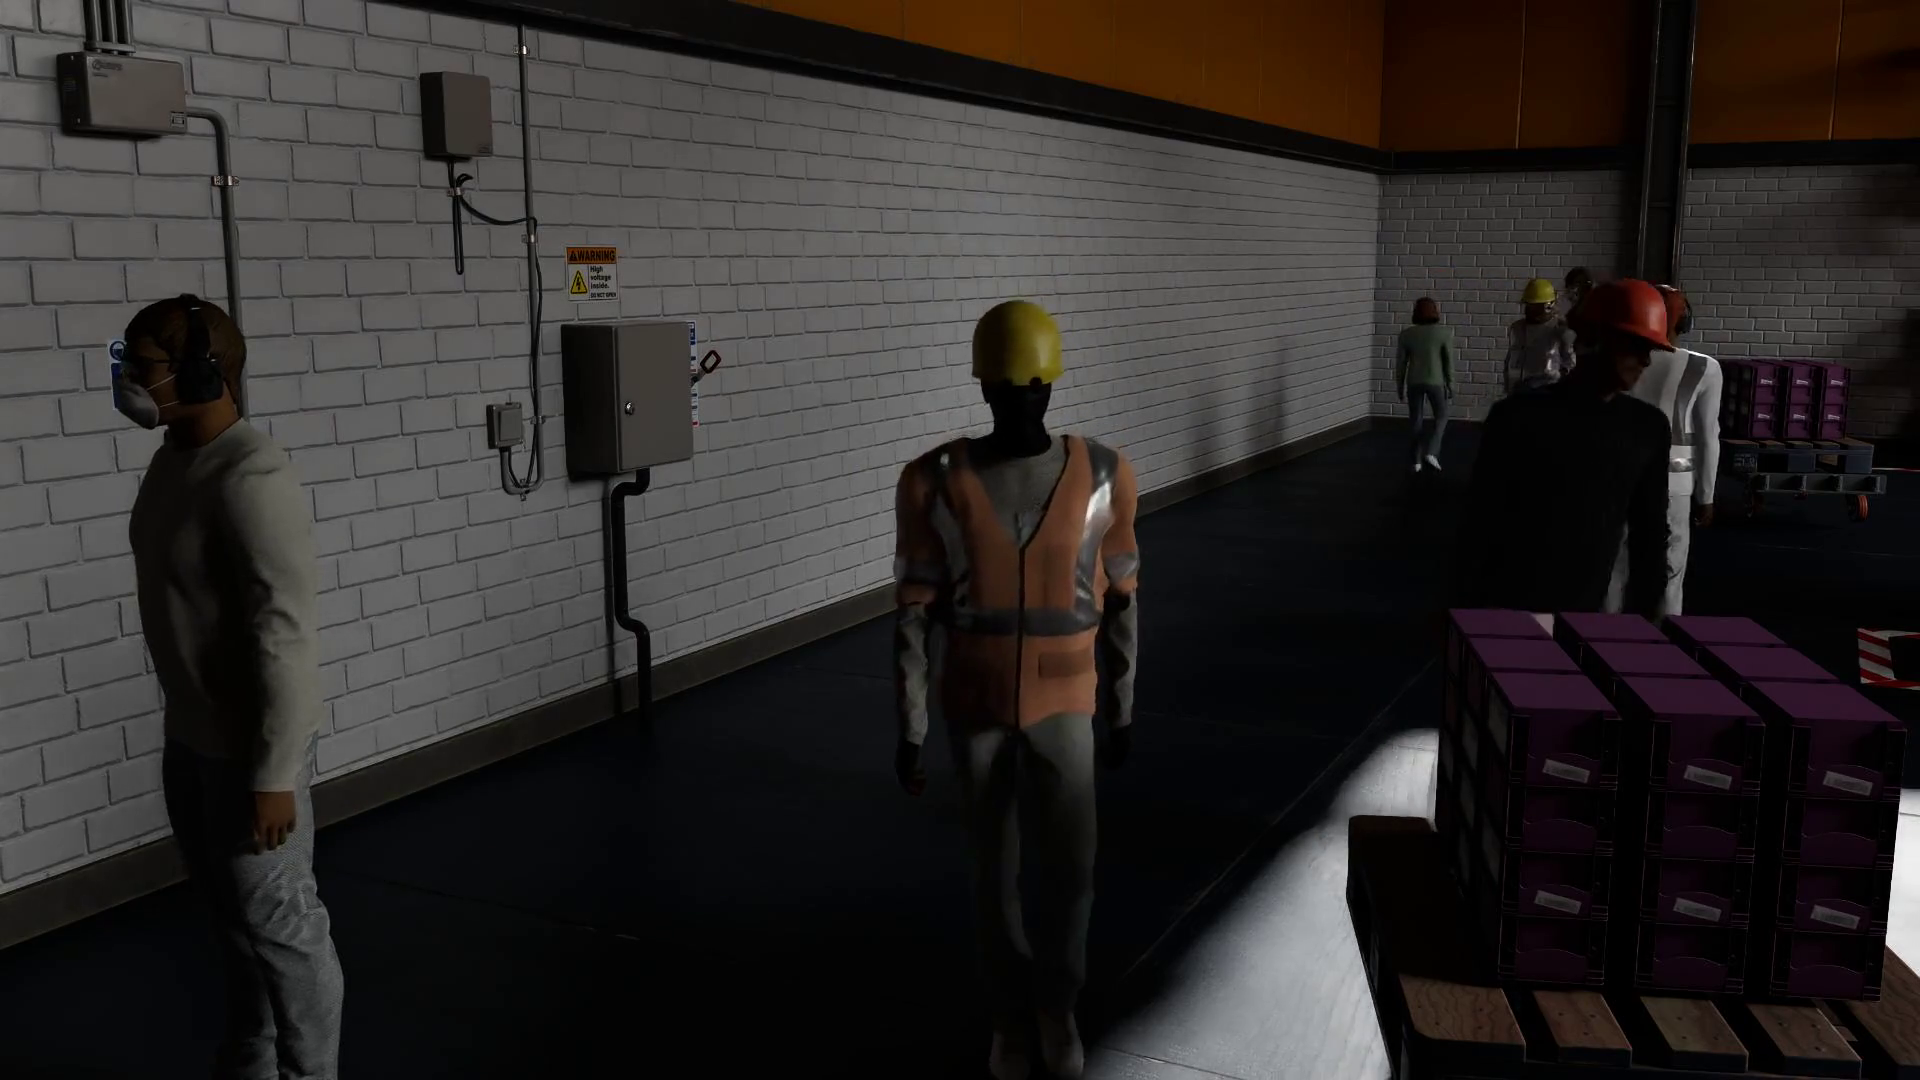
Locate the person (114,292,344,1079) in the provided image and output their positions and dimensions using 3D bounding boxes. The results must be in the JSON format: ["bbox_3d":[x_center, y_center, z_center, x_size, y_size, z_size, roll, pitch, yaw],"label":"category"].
[{"bbox_3d":[-1.576,0.444,3.599,0.379,1.940,0.629,-9,13,-41],"label":"person"}]

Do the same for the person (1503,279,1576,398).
[{"bbox_3d":[4.445,-1.096,12.848,0.404,1.823,0.591,-8,12,-37],"label":"person"}]

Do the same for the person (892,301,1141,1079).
[{"bbox_3d":[0.133,0.392,3.979,0.599,1.906,0.481,0,10,0],"label":"person"}]

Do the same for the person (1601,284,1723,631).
[{"bbox_3d":[3.208,-0.239,7.731,0.577,1.879,0.350,8,12,37],"label":"person"}]

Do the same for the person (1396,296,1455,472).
[{"bbox_3d":[4.278,-1.422,15.289,0.548,1.623,0.398,5,11,27],"label":"person"}]

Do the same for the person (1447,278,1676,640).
[{"bbox_3d":[1.814,0.204,4.971,0.642,1.942,0.864,-4,11,-21],"label":"person"}]

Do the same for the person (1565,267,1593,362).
[{"bbox_3d":[5.237,-1.319,13.911,0.456,1.903,0.660,-1,10,-4],"label":"person"}]
